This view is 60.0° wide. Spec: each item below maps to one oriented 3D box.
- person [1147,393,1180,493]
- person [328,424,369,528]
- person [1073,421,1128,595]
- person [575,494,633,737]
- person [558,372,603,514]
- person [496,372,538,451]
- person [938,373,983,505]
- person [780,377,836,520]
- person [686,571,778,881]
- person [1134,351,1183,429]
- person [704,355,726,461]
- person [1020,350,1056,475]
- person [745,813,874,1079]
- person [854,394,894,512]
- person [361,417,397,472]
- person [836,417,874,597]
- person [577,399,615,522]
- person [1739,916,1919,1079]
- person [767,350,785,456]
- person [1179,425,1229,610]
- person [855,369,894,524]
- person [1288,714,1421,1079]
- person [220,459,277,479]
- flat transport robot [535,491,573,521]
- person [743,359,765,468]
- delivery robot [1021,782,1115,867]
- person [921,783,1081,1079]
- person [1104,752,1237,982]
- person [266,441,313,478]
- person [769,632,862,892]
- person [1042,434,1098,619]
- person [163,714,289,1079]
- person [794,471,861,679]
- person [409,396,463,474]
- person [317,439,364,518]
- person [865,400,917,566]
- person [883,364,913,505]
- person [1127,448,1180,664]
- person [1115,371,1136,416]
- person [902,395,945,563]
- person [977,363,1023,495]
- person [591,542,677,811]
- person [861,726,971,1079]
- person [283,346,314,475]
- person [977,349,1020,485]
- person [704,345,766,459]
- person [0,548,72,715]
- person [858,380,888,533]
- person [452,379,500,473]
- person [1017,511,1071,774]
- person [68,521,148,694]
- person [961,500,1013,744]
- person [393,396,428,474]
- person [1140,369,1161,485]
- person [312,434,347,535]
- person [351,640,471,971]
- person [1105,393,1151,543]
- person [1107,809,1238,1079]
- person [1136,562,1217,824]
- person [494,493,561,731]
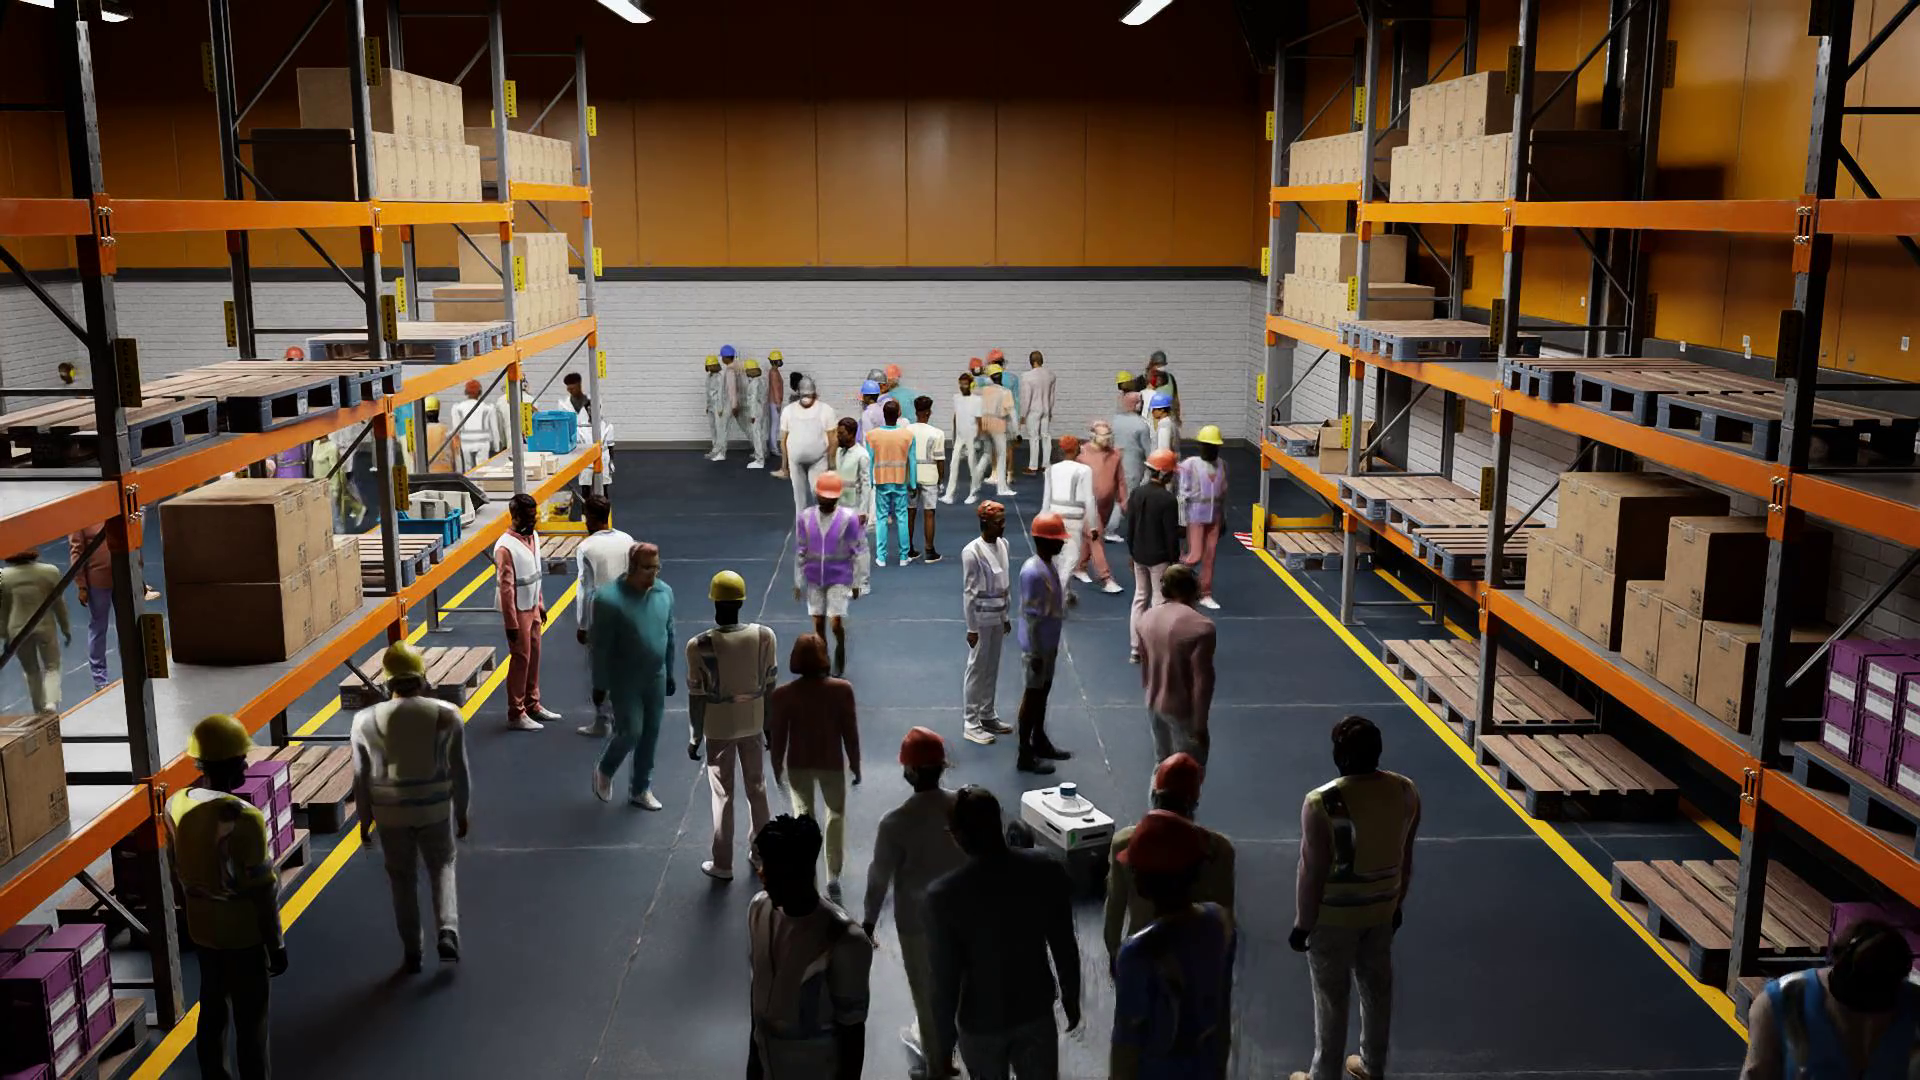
[{"bbox_3d":[2.422,-0.792,19.889,0.420,1.933,0.616,2,12,11],"label":"person"},{"bbox_3d":[-7.790,-0.984,20.898,0.600,1.906,0.701,8,14,36],"label":"person"},{"bbox_3d":[1.491,-0.372,18.001,0.667,1.849,1.027,-8,14,-34],"label":"person"},{"bbox_3d":[-2.762,0.590,13.014,0.405,1.909,0.597,6,13,28],"label":"person"},{"bbox_3d":[-5.154,-1.366,22.791,0.645,1.923,0.917,0,11,0],"label":"person"},{"bbox_3d":[-5.941,-1.321,22.588,0.639,1.911,0.406,3,12,16],"label":"person"},{"bbox_3d":[0.027,-1.377,23.035,0.541,1.838,0.809,7,13,31],"label":"person"},{"bbox_3d":[-1.935,-1.068,20.988,0.701,2.000,0.541,1,11,5],"label":"person"},{"bbox_3d":[-1.401,1.137,10.218,0.585,1.927,0.366,-7,13,-30],"label":"person"},{"bbox_3d":[2.997,-1.893,25.122,0.693,2.000,1.026,-6,13,-26],"label":"person"},{"bbox_3d":[-4.041,-2.173,27.303,0.325,1.737,0.486,-8,14,-34],"label":"person"},{"bbox_3d":[1.196,-1.967,25.769,0.627,1.935,0.373,-9,14,-37],"label":"person"},{"bbox_3d":[-0.582,1.935,6.141,0.606,1.957,0.372,11,15,43],"label":"person"},{"bbox_3d":[-1.116,-1.147,22.165,0.730,1.723,0.576,-4,12,-19],"label":"person"},{"bbox_3d":[-9.112,-2.026,26.069,0.585,1.930,0.366,-7,13,-33],"label":"person"},{"bbox_3d":[-1.138,-0.362,17.756,0.393,1.919,0.590,-7,13,-31],"label":"person"},{"bbox_3d":[-4.698,-0.973,21.376,0.533,1.697,0.319,-3,12,-15],"label":"person"},{"bbox_3d":[2.974,2.109,5.649,0.655,1.813,0.433,5,12,22],"label":"person"},{"bbox_3d":[-3.061,-2.283,27.765,0.301,1.772,0.524,-2,12,-12],"label":"person"},{"bbox_3d":[2.499,-0.243,17.152,0.595,1.917,0.495,-6,13,-27],"label":"person"},{"bbox_3d":[-1.108,-1.227,21.782,0.537,2.000,0.678,-3,12,-16],"label":"person"},{"bbox_3d":[1.787,1.697,7.643,0.641,1.841,0.429,-5,13,-25],"label":"person"},{"bbox_3d":[-7.278,-0.191,17.115,0.560,1.836,0.394,-10,15,-41],"label":"person"},{"bbox_3d":[-5.584,-0.469,22.438,0.652,0.197,1.431,-2,11,-10],"label":"flat transport robot"},{"bbox_3d":[-3.286,-2.013,26.496,0.320,1.738,0.485,0,11,-2],"label":"person"},{"bbox_3d":[0.669,1.753,10.345,0.477,0.478,0.707,-5,13,-25],"label":"delivery robot"},{"bbox_3d":[0.190,1.888,6.537,0.685,1.894,0.858,-4,12,-18],"label":"person"},{"bbox_3d":[0.931,1.798,7.383,0.570,1.739,0.415,3,12,14],"label":"person"},{"bbox_3d":[-7.835,-0.697,19.412,0.370,1.927,0.588,8,14,36],"label":"person"},{"bbox_3d":[-0.856,1.351,9.880,0.545,1.618,0.414,-1,11,-4],"label":"person"},{"bbox_3d":[1.072,-0.149,16.882,0.614,1.855,0.832,11,15,43],"label":"person"},{"bbox_3d":[-3.219,1.705,7.366,0.587,1.927,0.363,5,12,25],"label":"person"},{"bbox_3d":[-1.144,0.339,14.254,0.564,1.909,0.413,3,12,12],"label":"person"},{"bbox_3d":[-6.200,-0.756,19.740,0.621,1.906,0.439,-2,11,-8],"label":"person"},{"bbox_3d":[-8.226,-1.069,21.883,0.493,1.690,0.942,4,12,21],"label":"person"},{"bbox_3d":[-0.793,-0.649,19.194,0.600,1.917,0.377,0,11,-2],"label":"person"},{"bbox_3d":[-0.896,-1.470,23.163,0.641,1.973,0.488,10,15,42],"label":"person"},{"bbox_3d":[1.762,0.162,14.938,0.397,1.991,0.625,-8,14,-33],"label":"person"},{"bbox_3d":[2.447,-1.633,24.607,0.322,1.728,0.487,-6,13,-29],"label":"person"},{"bbox_3d":[-0.448,-0.712,19.426,0.602,1.957,0.382,5,12,22],"label":"person"},{"bbox_3d":[0.514,-1.570,23.885,0.753,1.903,0.490,11,15,43],"label":"person"},{"bbox_3d":[-2.218,0.927,11.379,0.465,1.882,0.667,10,15,41],"label":"person"},{"bbox_3d":[-0.227,1.712,7.842,0.569,1.727,0.713,-10,15,-40],"label":"person"},{"bbox_3d":[-10.209,-1.998,25.762,0.391,1.995,0.613,-5,12,-24],"label":"person"},{"bbox_3d":[0.591,-1.826,24.857,0.703,2.024,0.391,-3,12,-14],"label":"person"},{"bbox_3d":[-3.682,-2.262,27.347,0.991,1.907,0.616,1,11,7],"label":"person"},{"bbox_3d":[-7.248,0.734,12.997,0.525,1.612,0.497,-6,13,-26],"label":"person"},{"bbox_3d":[-1.111,-1.061,21.186,0.397,1.946,0.617,4,12,21],"label":"person"},{"bbox_3d":[-6.520,-1.236,22.373,0.623,1.848,0.900,-2,11,-8],"label":"person"},{"bbox_3d":[0.621,0.737,12.215,0.375,1.935,0.549,3,12,17],"label":"person"},{"bbox_3d":[-7.188,0.334,14.074,0.380,1.995,0.611,7,13,31],"label":"person"},{"bbox_3d":[0.216,0.621,12.910,0.337,1.882,0.585,7,13,30],"label":"person"},{"bbox_3d":[-8.029,-1.581,24.407,0.564,1.696,0.938,-7,13,-30],"label":"person"},{"bbox_3d":[2.694,-1.502,23.646,0.389,1.848,0.567,-4,12,-18],"label":"person"},{"bbox_3d":[-7.353,-0.587,19.297,0.534,1.759,0.343,11,15,43],"label":"person"},{"bbox_3d":[-2.946,1.442,8.954,0.593,1.820,0.430,-4,12,-21],"label":"person"},{"bbox_3d":[2.155,-0.898,20.616,1.017,1.853,0.667,-7,13,-32],"label":"person"},{"bbox_3d":[0.800,1.953,5.927,0.906,2.021,0.612,9,14,37],"label":"person"},{"bbox_3d":[1.367,1.105,10.467,0.477,1.895,0.736,-8,14,-36],"label":"person"},{"bbox_3d":[-3.460,0.566,13.145,0.414,1.907,0.595,2,11,8],"label":"person"}]
